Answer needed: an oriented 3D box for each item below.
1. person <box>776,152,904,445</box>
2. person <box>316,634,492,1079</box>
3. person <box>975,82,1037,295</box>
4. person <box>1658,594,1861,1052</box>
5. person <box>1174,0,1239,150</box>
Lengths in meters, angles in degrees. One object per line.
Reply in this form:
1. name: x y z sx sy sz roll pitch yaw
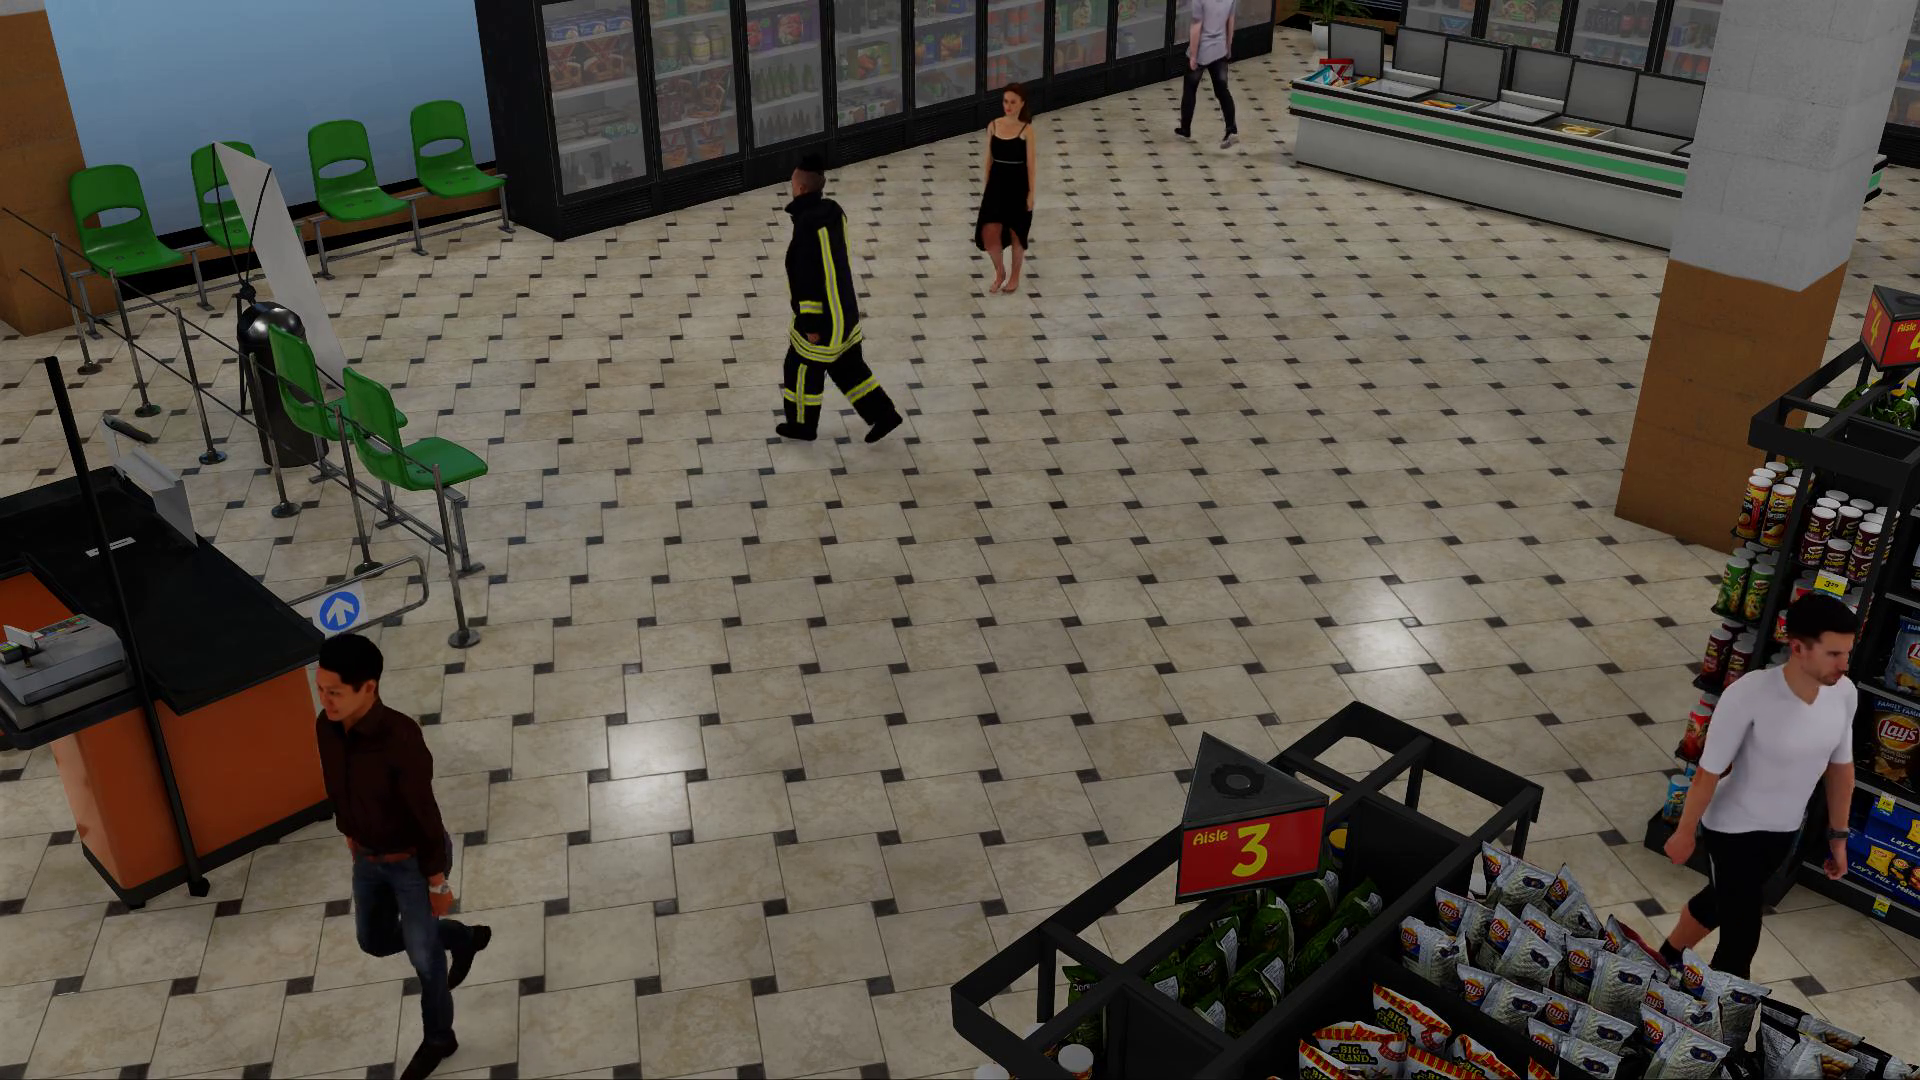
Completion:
1. person: -0.752 -1.404 10.105 1.185 1.830 1.004 11 30 19
2. person: -1.850 1.039 5.694 0.860 1.768 0.863 13 31 23
3. person: 0.412 -2.687 12.681 0.706 1.612 0.766 11 30 19
4. person: 2.710 0.943 5.812 0.987 1.823 1.166 -8 30 -15
5. person: 2.467 -4.697 16.167 1.023 1.800 1.316 -10 30 -17
